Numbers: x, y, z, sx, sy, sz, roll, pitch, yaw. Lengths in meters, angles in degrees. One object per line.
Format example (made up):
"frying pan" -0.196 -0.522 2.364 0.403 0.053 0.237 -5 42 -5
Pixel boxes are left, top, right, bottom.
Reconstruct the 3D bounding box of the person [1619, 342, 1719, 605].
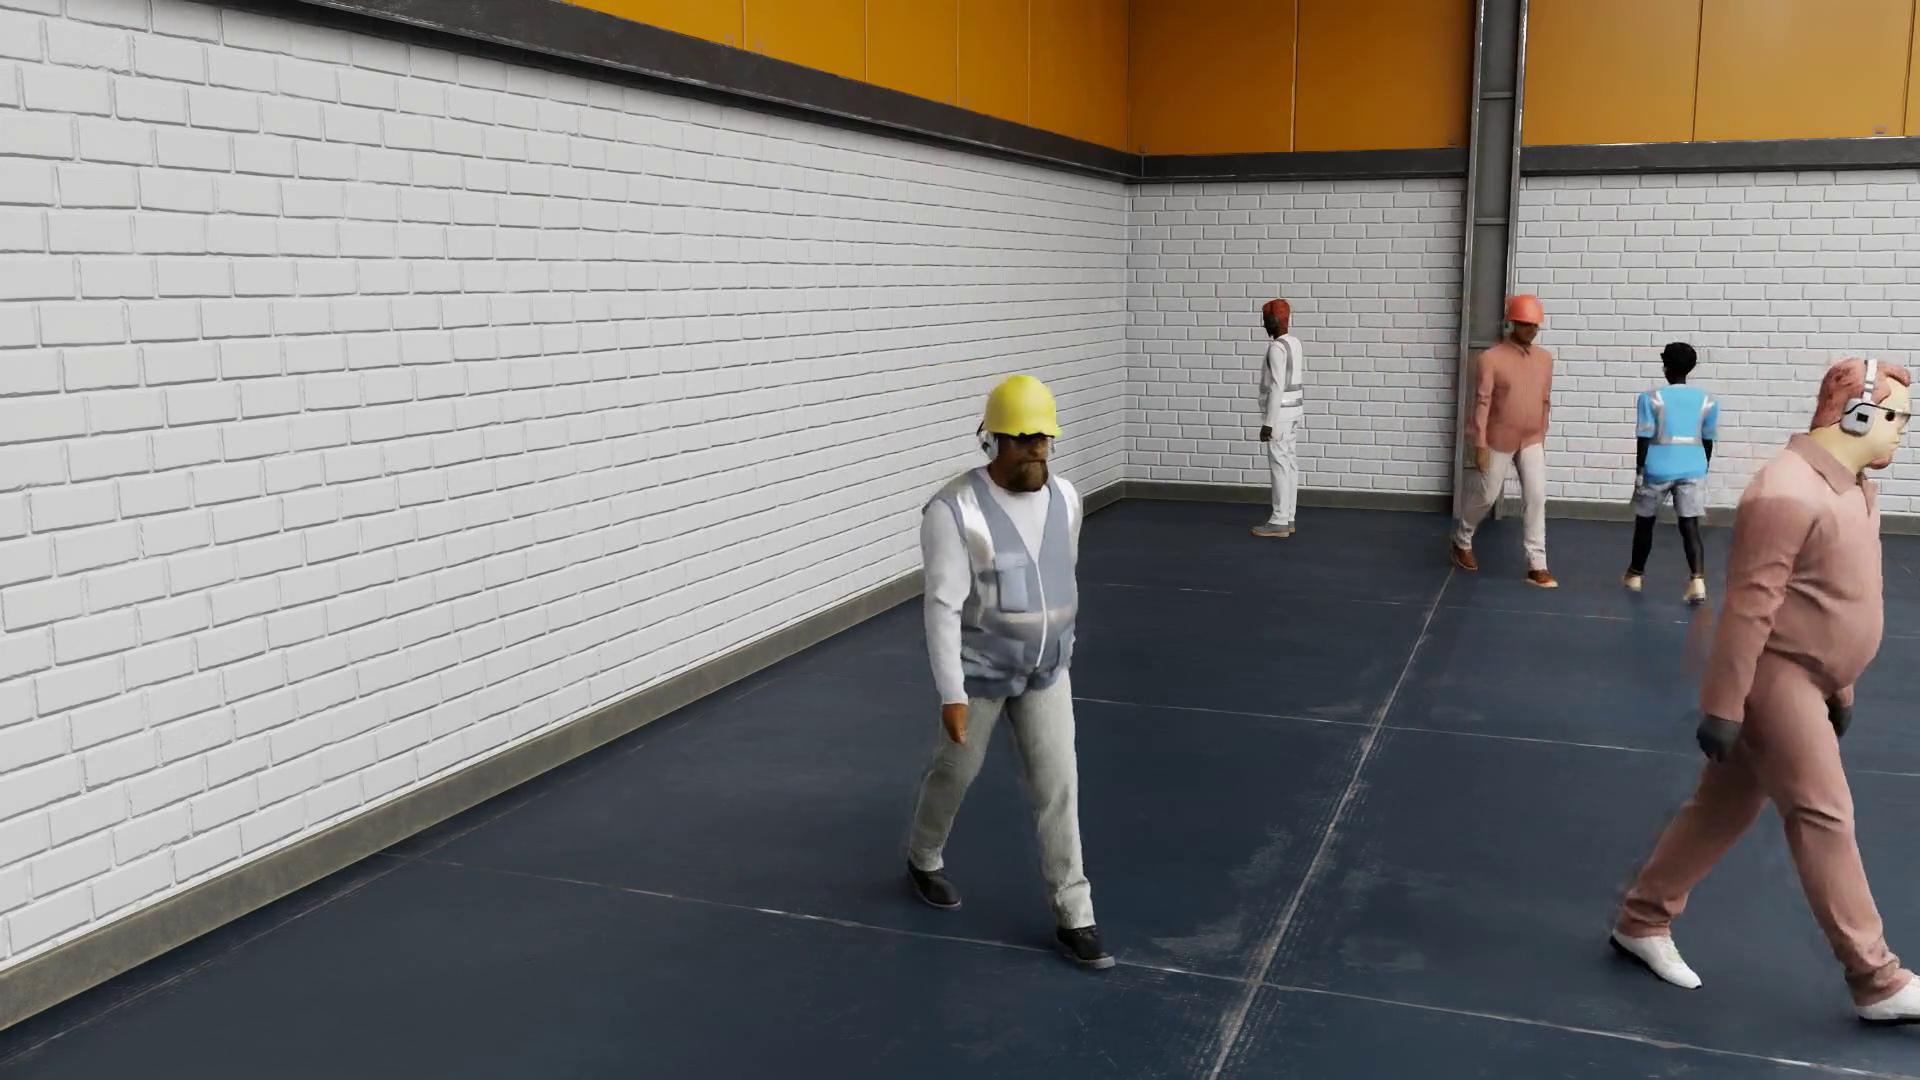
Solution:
"person" 4.552 -0.430 10.586 0.536 1.649 0.852 0 9 2

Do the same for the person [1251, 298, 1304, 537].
"person" 2.533 -0.967 13.213 0.354 1.887 0.572 5 10 27

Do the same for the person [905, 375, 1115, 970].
"person" 0.110 0.367 5.183 0.614 1.781 0.944 -5 10 -29

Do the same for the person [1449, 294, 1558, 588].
"person" 3.719 -0.699 11.341 0.634 1.958 0.983 -3 9 -16

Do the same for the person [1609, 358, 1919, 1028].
"person" 2.335 0.419 4.654 0.980 1.847 0.655 7 12 38
